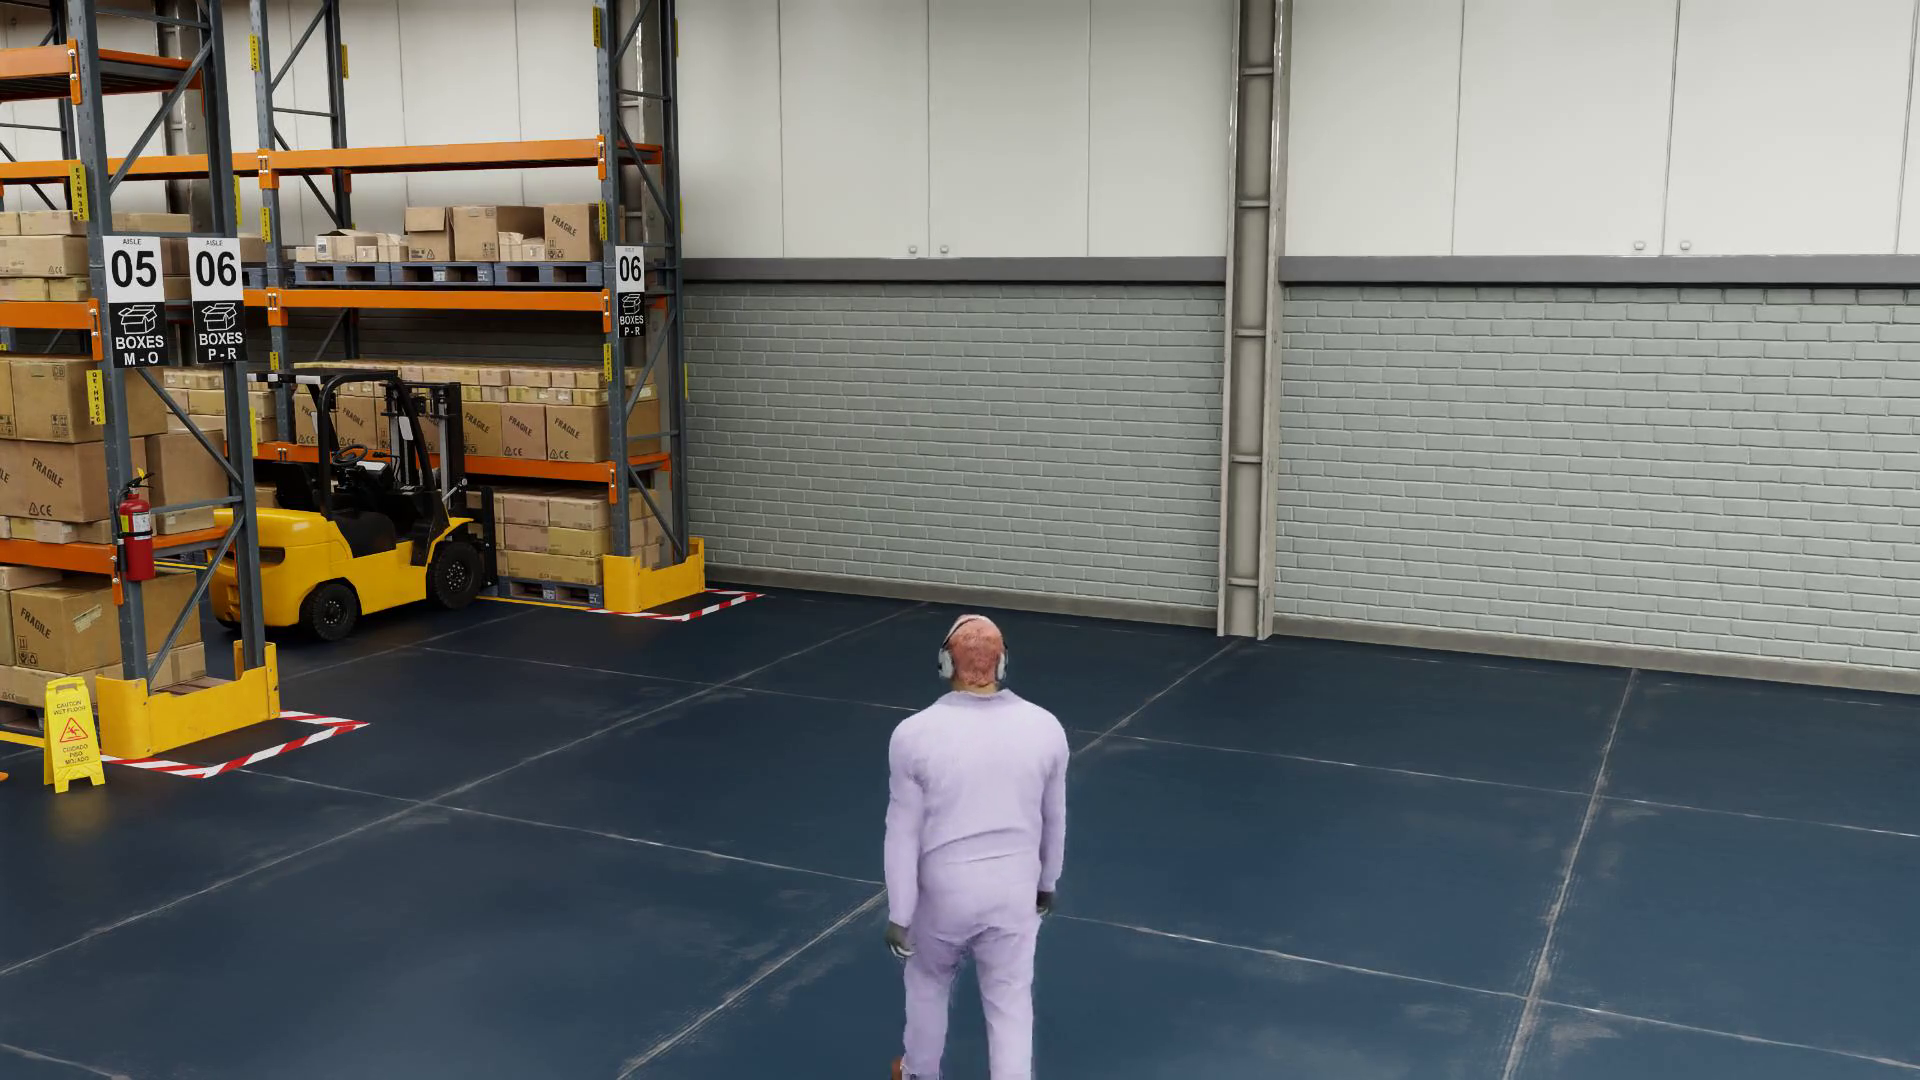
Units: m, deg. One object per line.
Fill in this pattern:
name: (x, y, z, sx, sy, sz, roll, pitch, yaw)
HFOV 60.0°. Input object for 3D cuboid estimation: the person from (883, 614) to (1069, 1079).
person: (0.020, 1.171, 5.774, 0.676, 1.867, 0.890, -3, 10, -16)
